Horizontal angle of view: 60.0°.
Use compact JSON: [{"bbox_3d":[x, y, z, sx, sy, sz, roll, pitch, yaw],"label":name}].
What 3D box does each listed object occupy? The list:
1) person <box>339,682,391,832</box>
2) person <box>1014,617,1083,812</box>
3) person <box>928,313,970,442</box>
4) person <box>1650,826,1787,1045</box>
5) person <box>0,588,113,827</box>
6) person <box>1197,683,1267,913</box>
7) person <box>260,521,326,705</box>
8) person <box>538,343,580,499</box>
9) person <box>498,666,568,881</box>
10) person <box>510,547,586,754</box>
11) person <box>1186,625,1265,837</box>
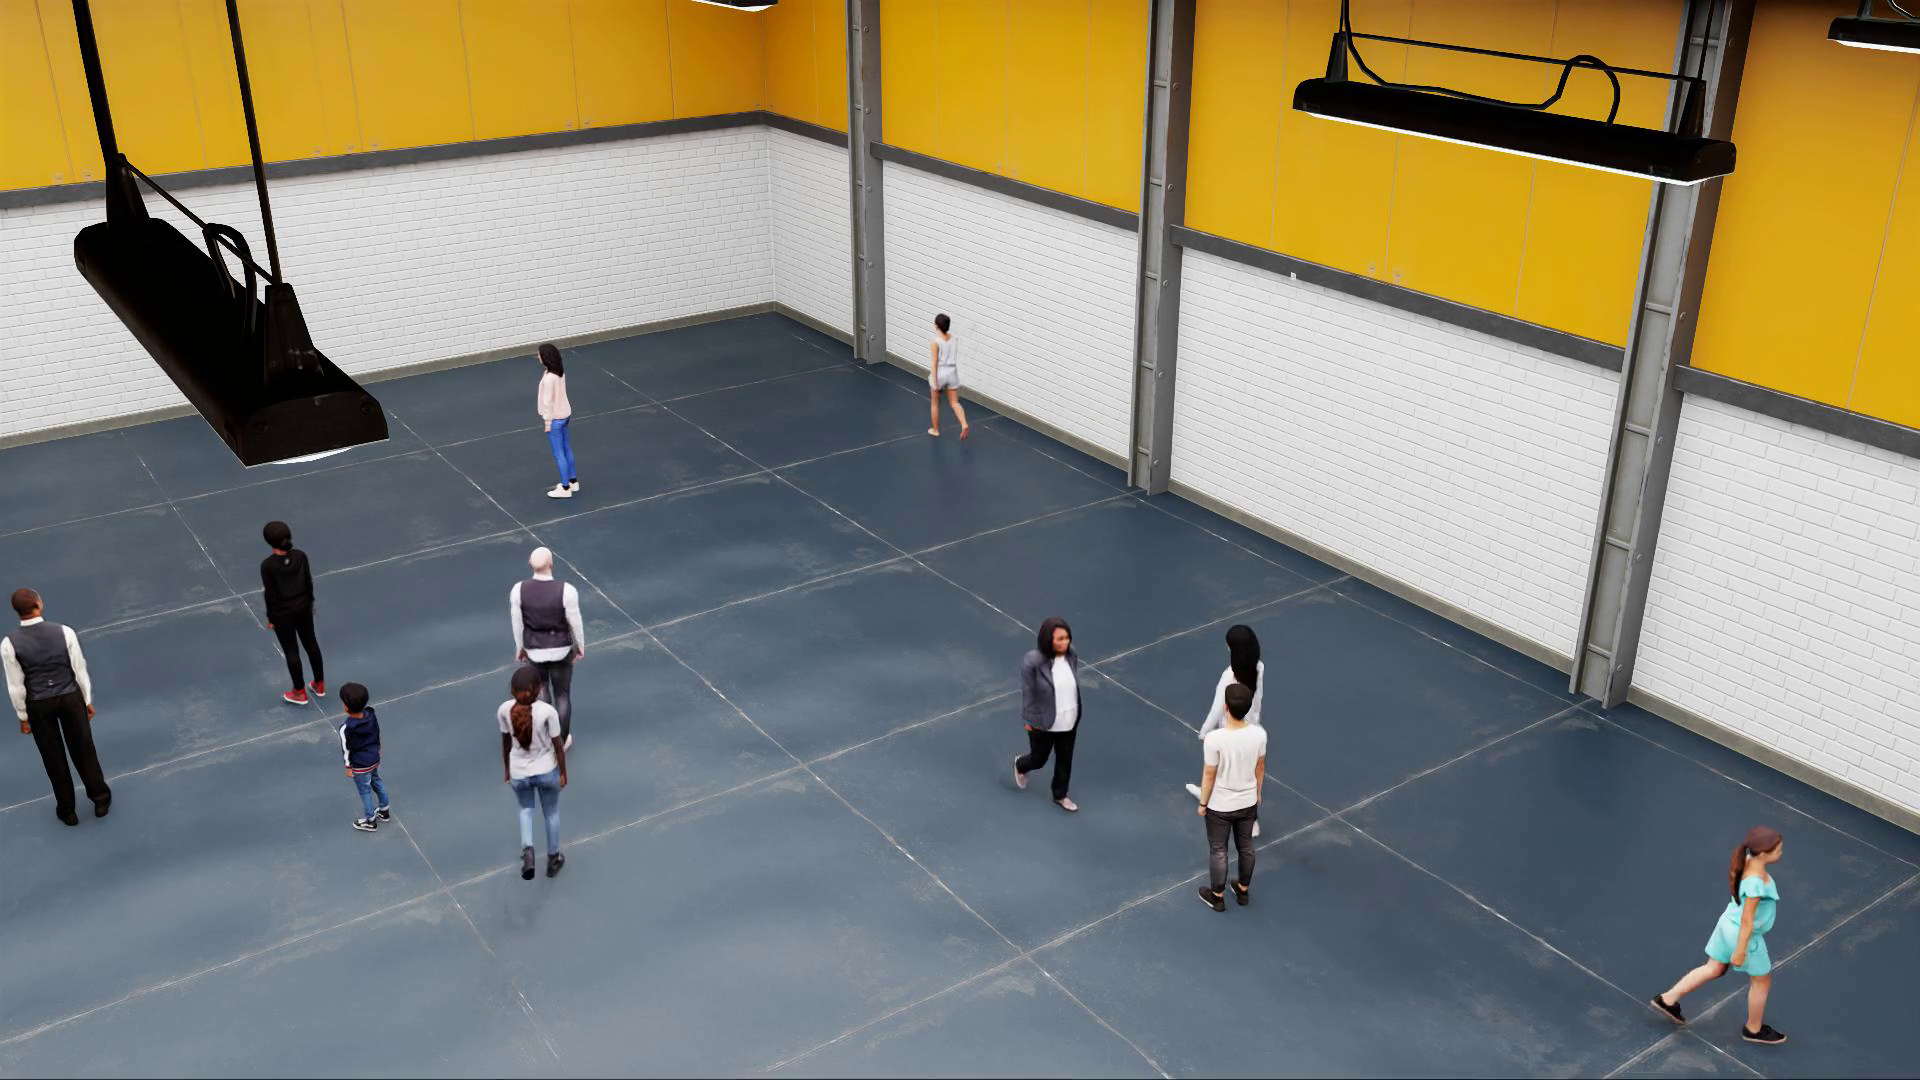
[{"bbox_3d":[-4.483,1.620,12.498,0.609,1.221,0.588,11,26,24],"label":"person"},{"bbox_3d":[0.661,1.318,12.742,0.678,1.580,0.841,-14,27,-30],"label":"person"},{"bbox_3d":[-0.137,-1.953,20.222,0.561,1.581,0.906,-15,28,-31],"label":"person"},{"bbox_3d":[4.746,2.428,10.270,1.072,1.526,1.002,4,24,9],"label":"person"},{"bbox_3d":[-6.793,1.247,12.482,0.694,1.918,0.589,-14,27,-29],"label":"person"},{"bbox_3d":[1.879,1.777,11.516,0.683,1.721,0.628,-7,25,-17],"label":"person"},{"bbox_3d":[-5.723,0.608,14.248,0.597,1.674,0.648,18,30,36],"label":"person"},{"bbox_3d":[-4.492,-1.344,18.598,0.776,1.766,0.710,4,24,8],"label":"person"},{"bbox_3d":[-3.019,1.691,11.727,0.818,1.709,0.902,0,24,0],"label":"person"},{"bbox_3d":[-3.308,0.945,13.313,0.828,1.806,0.855,-1,24,-3],"label":"person"},{"bbox_3d":[2.126,1.446,12.333,1.029,1.672,0.784,18,29,36],"label":"person"}]
